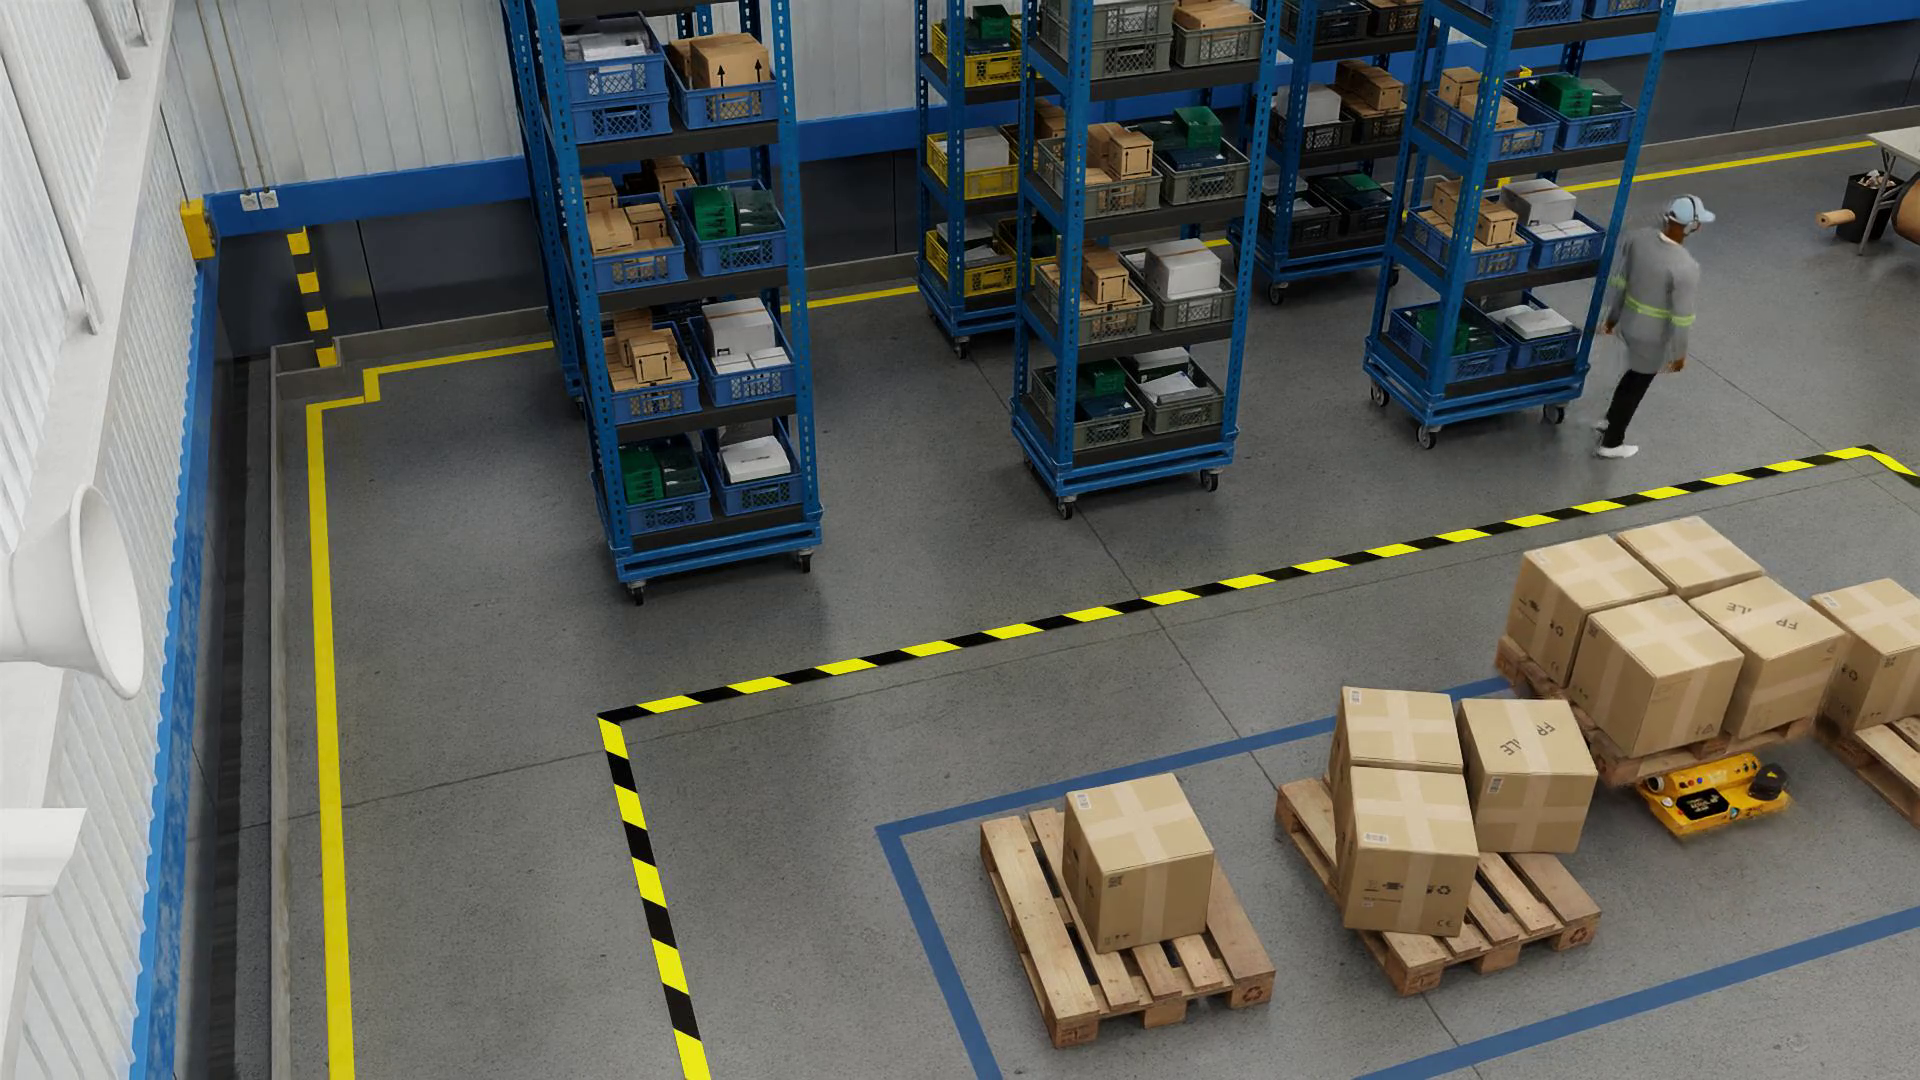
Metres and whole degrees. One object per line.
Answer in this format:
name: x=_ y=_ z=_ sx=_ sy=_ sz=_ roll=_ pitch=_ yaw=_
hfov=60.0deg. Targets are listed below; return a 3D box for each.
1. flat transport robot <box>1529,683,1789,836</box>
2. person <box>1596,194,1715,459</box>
flat transport robot: x=3.585 y=0.928 z=8.716 sx=0.652 sy=0.197 sz=1.431 roll=-11 pitch=37 yaw=-15
person: x=4.410 y=-1.337 z=10.589 sx=0.457 sy=1.833 sz=0.624 roll=-10 pitch=36 yaw=-14
